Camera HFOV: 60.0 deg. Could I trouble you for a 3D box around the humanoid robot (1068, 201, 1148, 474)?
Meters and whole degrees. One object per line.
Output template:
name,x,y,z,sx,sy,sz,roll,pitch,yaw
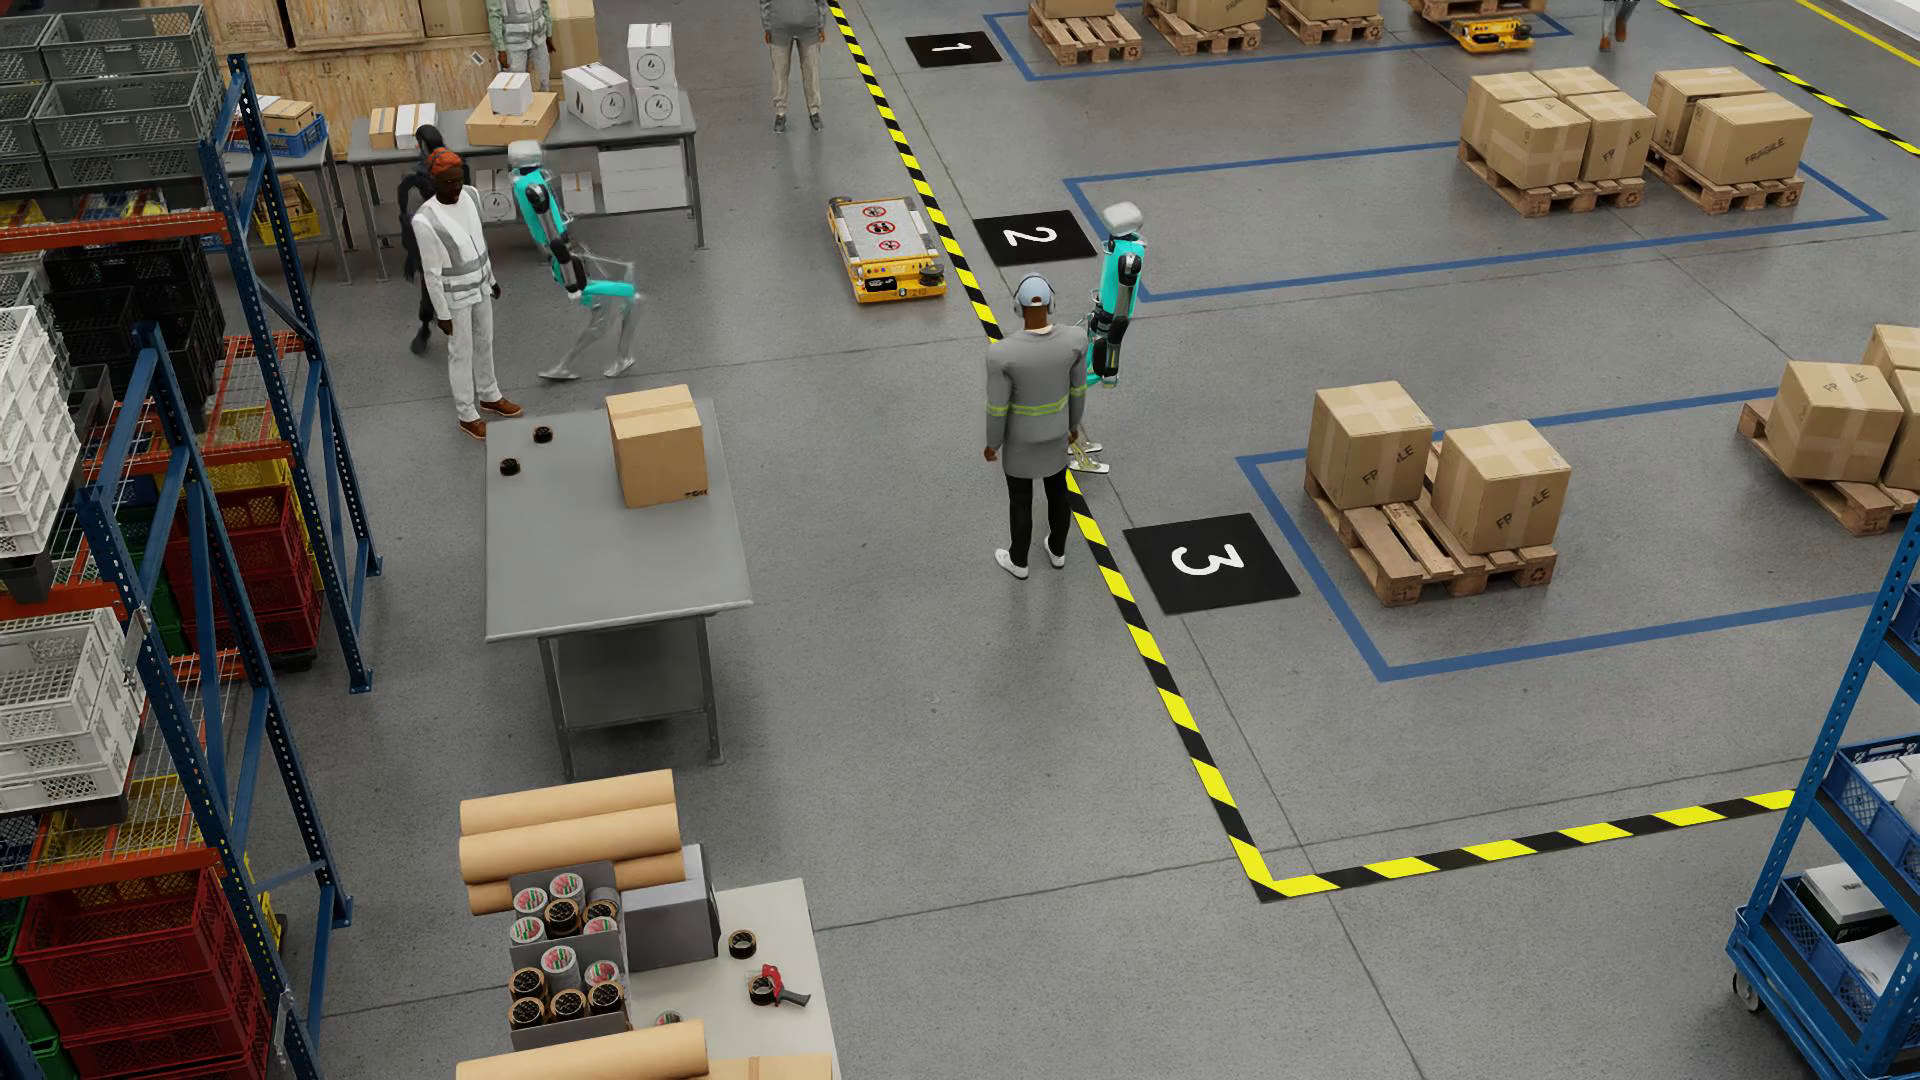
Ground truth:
humanoid robot,0.690,-1.171,9.782,0.735,1.681,0.533,-1,37,-1

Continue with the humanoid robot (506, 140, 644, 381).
humanoid robot,-2.394,-1.780,10.722,0.939,1.737,0.531,-17,40,-21

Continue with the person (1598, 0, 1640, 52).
person,6.311,-5.539,15.657,0.596,1.868,0.417,10,38,13

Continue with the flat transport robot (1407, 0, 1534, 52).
flat transport robot,5.065,-5.216,16.541,0.652,0.197,1.431,-8,37,-10

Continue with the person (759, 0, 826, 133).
person,-1.411,-4.359,14.158,0.562,1.764,0.402,-5,37,-7

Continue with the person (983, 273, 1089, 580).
person,0.396,-0.611,9.053,0.587,1.847,0.404,-13,38,-16

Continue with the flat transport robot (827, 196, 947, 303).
flat transport robot,-0.570,-2.220,12.538,0.659,0.231,1.431,-8,37,-10

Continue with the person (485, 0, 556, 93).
person,-3.587,-4.124,13.701,0.412,1.939,0.602,25,43,30

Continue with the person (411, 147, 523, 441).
person,-3.045,-1.516,10.239,0.337,1.881,0.583,13,39,17

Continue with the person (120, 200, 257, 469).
person,-4.673,-1.187,9.887,0.898,1.772,0.585,-1,37,-1

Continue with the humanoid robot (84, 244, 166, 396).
humanoid robot,-4.781,-1.051,9.742,0.589,1.777,0.872,3,37,4

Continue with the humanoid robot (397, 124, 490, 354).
humanoid robot,-3.477,-2.004,11.074,0.475,1.644,0.616,29,46,33
